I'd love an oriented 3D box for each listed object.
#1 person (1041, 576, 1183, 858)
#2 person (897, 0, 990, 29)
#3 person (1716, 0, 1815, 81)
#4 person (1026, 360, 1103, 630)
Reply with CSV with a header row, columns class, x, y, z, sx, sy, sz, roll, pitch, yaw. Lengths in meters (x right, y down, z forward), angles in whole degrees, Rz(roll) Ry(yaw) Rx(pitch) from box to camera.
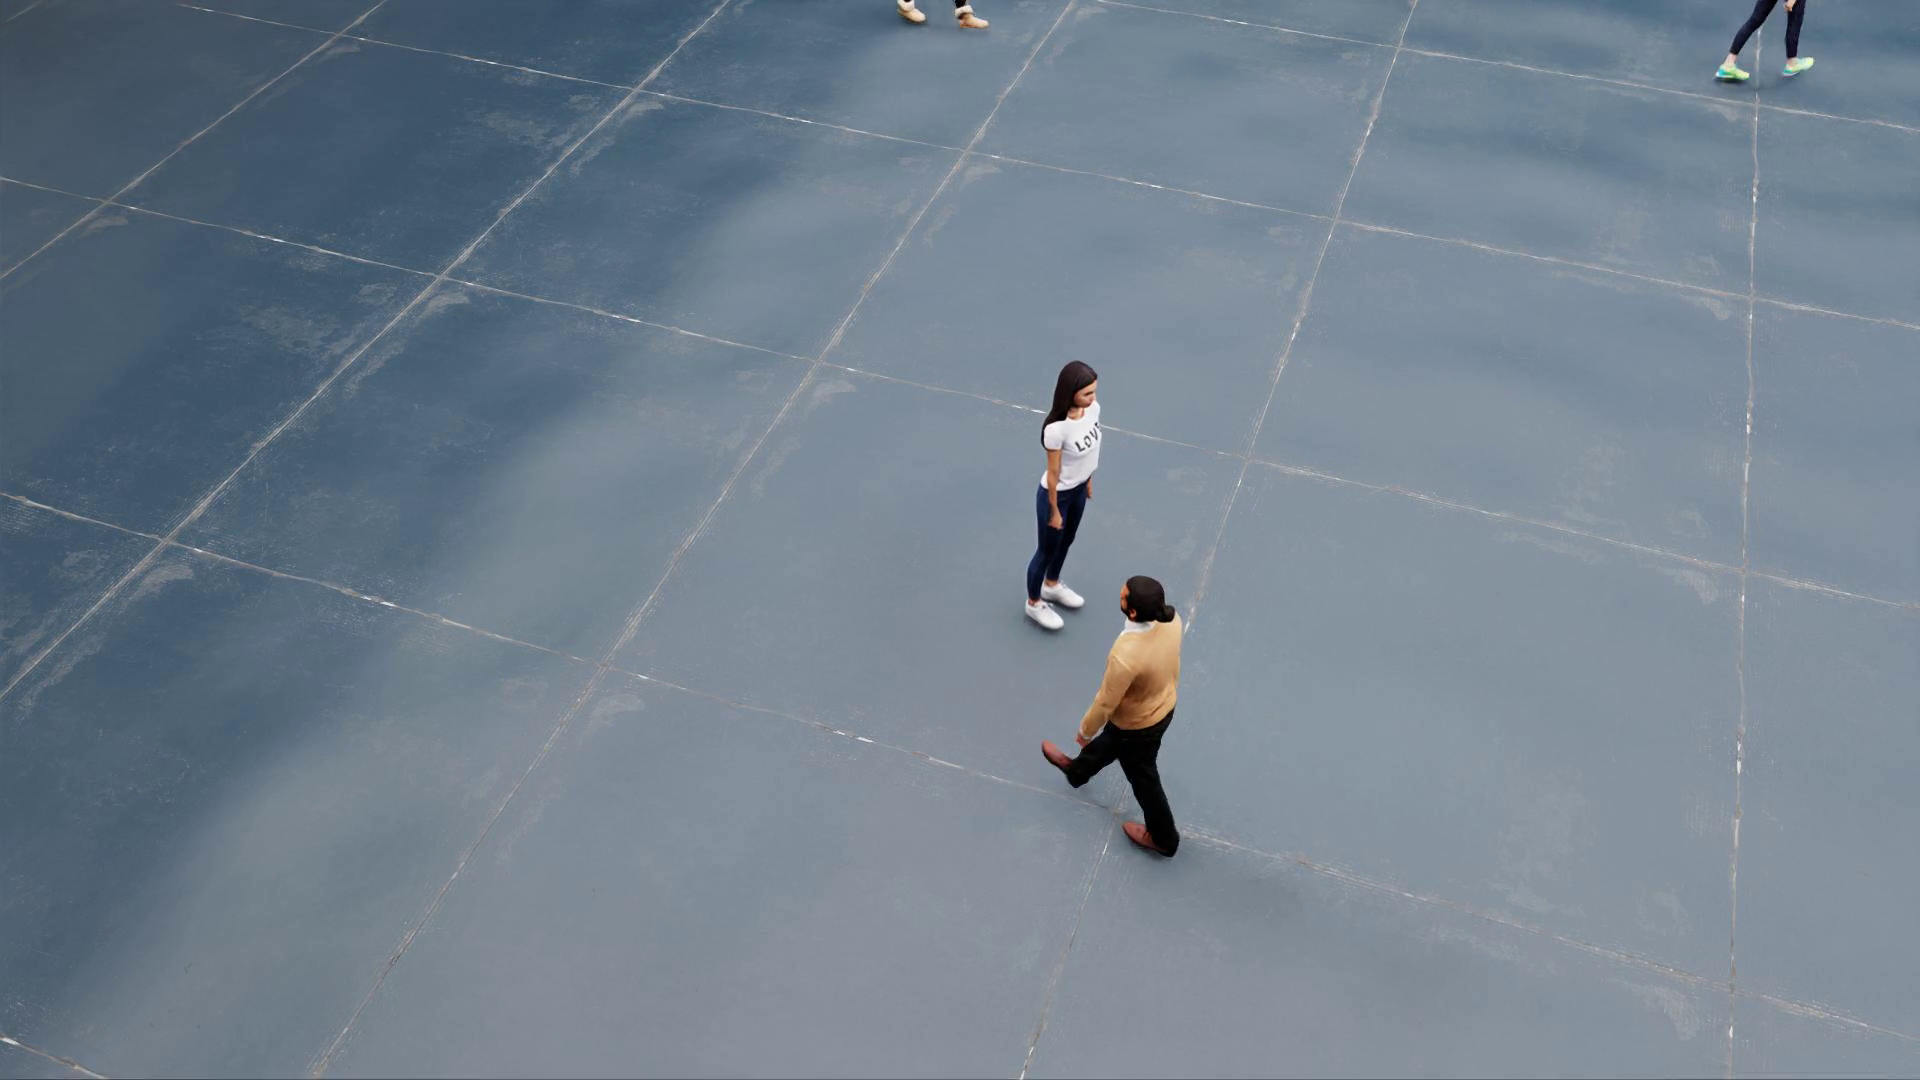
class,x,y,z,sx,sy,sz,roll,pitch,yaw
person,0.905,0.882,7.872,1.185,1.714,0.862,25,49,24
person,-0.287,-5.238,14.498,1.123,1.614,0.667,18,46,18
person,6.763,-4.578,13.762,1.153,1.655,0.907,2,43,3
person,0.546,-0.243,9.035,0.628,1.770,0.645,27,49,26
